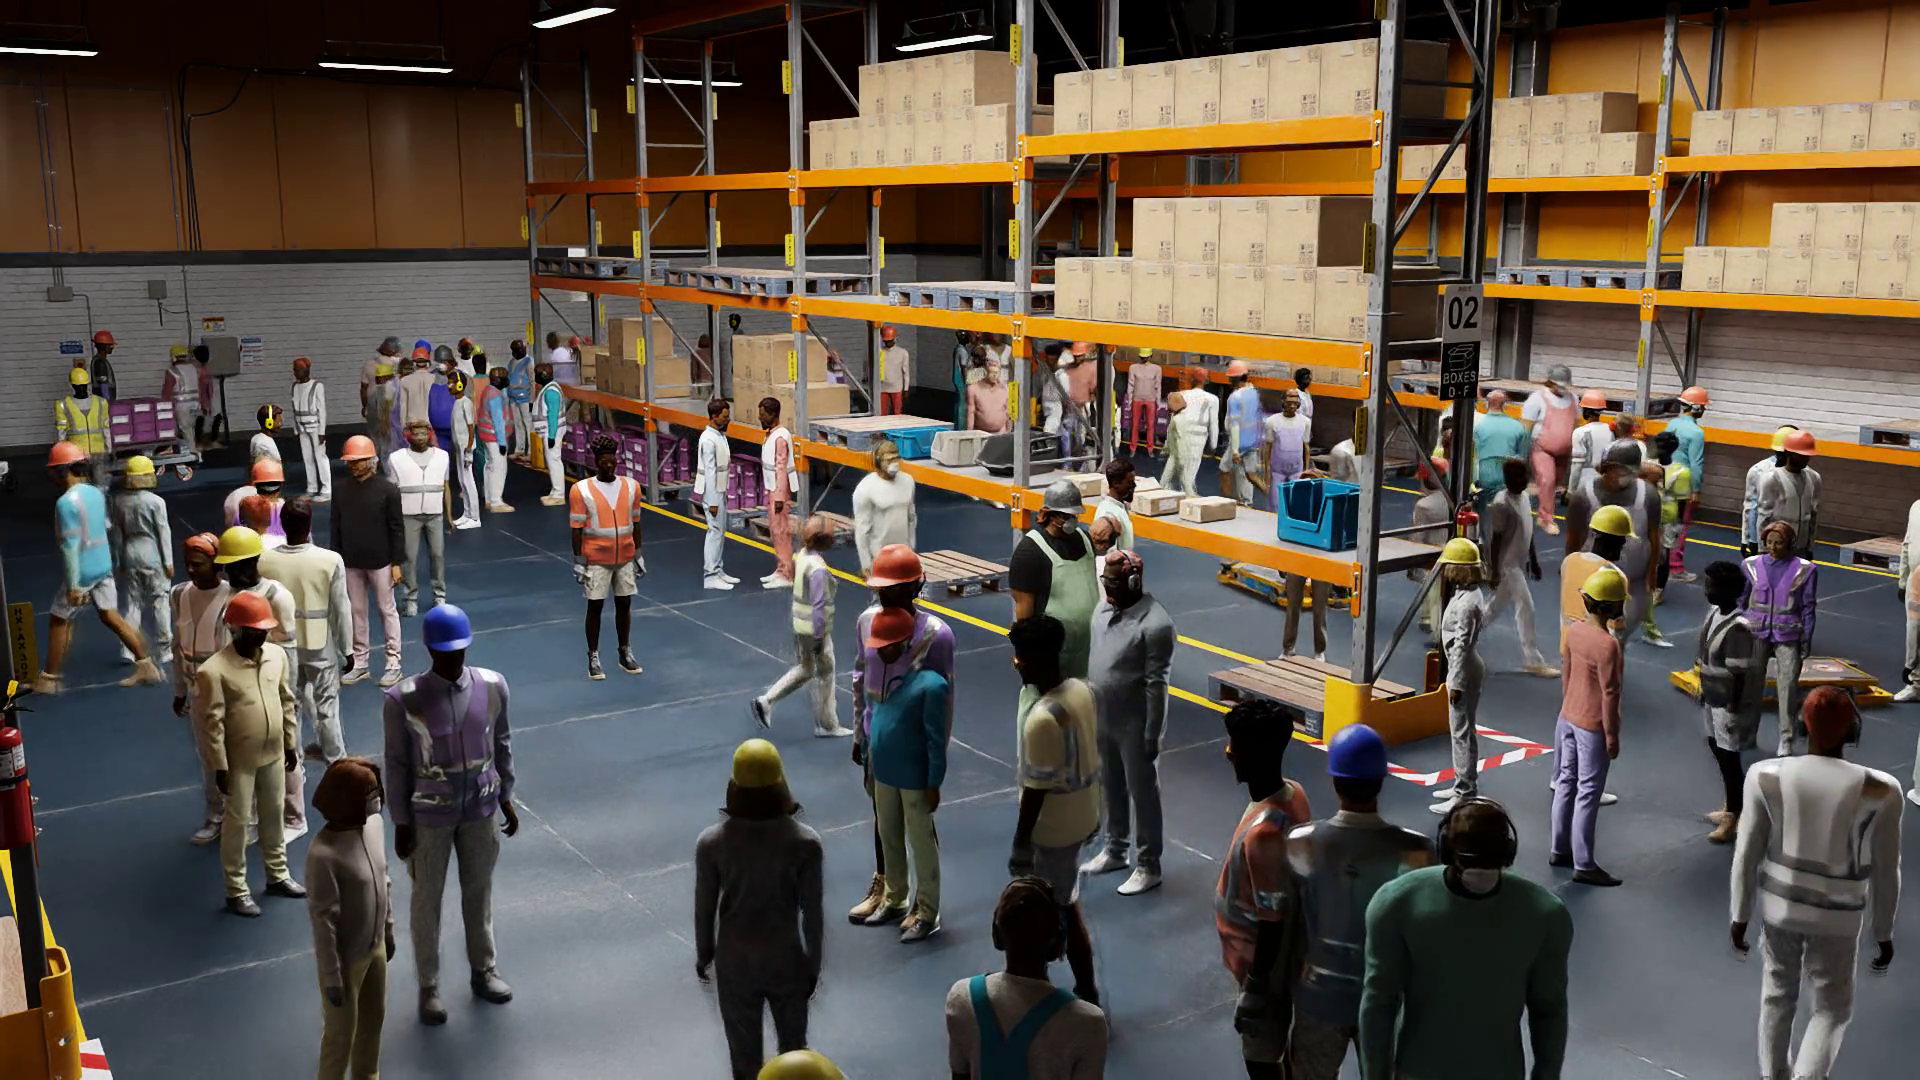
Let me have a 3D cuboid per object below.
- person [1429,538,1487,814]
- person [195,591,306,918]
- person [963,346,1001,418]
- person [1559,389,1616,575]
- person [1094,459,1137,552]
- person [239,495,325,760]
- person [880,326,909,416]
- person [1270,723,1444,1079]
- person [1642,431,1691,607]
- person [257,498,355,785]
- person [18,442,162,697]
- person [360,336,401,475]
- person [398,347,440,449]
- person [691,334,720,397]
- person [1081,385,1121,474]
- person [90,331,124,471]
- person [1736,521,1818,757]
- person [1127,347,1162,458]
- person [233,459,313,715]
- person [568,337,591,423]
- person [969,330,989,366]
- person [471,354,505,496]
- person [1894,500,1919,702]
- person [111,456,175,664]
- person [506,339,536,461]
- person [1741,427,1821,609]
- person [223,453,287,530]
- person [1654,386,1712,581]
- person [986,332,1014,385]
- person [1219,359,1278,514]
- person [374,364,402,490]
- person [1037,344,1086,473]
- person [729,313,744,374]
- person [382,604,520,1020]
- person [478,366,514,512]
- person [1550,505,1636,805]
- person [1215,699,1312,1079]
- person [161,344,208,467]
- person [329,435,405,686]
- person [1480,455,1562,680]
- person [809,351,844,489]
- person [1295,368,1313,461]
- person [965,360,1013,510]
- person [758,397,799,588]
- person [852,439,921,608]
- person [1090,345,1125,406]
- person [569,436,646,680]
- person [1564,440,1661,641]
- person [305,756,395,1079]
[{"bbox_3d":[3.097,0.841,10.338,0.334,1.734,0.480,3,11,15],"label":"person"},{"bbox_3d":[-3.750,1.124,8.862,0.357,1.743,0.569,5,12,26],"label":"person"},{"bbox_3d":[0.320,-1.917,24.220,0.643,1.823,0.537,9,14,38],"label":"person"},{"bbox_3d":[6.429,-0.569,17.020,0.544,1.942,0.347,-5,12,-25],"label":"person"},{"bbox_3d":[1.125,0.341,12.424,0.371,1.916,0.597,2,11,8],"label":"person"},{"bbox_3d":[-4.731,0.600,11.335,1.011,1.823,0.590,4,12,21],"label":"person"},{"bbox_3d":[-1.103,-2.370,26.126,0.611,1.985,0.402,2,11,10],"label":"person"},{"bbox_3d":[1.393,1.606,5.909,0.619,1.936,0.421,3,12,17],"label":"person"},{"bbox_3d":[6.632,-0.201,15.753,0.354,1.687,0.553,-7,13,-31],"label":"person"},{"bbox_3d":[-4.190,0.688,10.645,0.596,1.916,0.380,-1,11,-6],"label":"person"},{"bbox_3d":[-6.795,0.226,12.881,1.007,1.977,0.630,0,11,0],"label":"person"},{"bbox_3d":[-8.187,-1.937,23.763,0.702,2.000,0.540,-5,12,-24],"label":"person"},{"bbox_3d":[-7.032,-1.532,21.846,0.620,1.986,0.407,-4,12,-17],"label":"person"},{"bbox_3d":[-4.496,-2.840,29.483,0.518,1.600,0.770,-1,11,-4],"label":"person"},{"bbox_3d":[1.772,-1.182,20.959,0.516,1.633,0.310,4,12,18],"label":"person"},{"bbox_3d":[-12.429,-2.027,24.254,0.404,2.035,0.612,-5,12,-26],"label":"person"},{"bbox_3d":[5.611,0.669,11.487,0.526,1.632,0.312,8,14,36],"label":"person"},{"bbox_3d":[2.817,-2.121,25.437,0.524,1.759,0.328,1,11,5],"label":"person"},{"bbox_3d":[-5.060,0.363,12.305,0.548,1.925,0.392,-8,13,-34],"label":"person"},{"bbox_3d":[-6.169,-2.389,26.815,0.560,1.752,0.325,-10,15,-43],"label":"person"},{"bbox_3d":[0.306,-2.560,27.389,0.364,1.878,0.584,-4,12,-18],"label":"person"},{"bbox_3d":[-6.350,-1.529,22.132,0.637,1.881,0.861,-2,11,-9],"label":"person"},{"bbox_3d":[7.304,0.346,12.465,0.403,1.897,0.654,-4,12,-18],"label":"person"},{"bbox_3d":[-6.781,0.180,13.745,0.523,1.727,0.513,2,11,9],"label":"person"},{"bbox_3d":[-6.651,-2.120,25.222,0.622,1.842,0.429,9,14,39],"label":"person"},{"bbox_3d":[7.005,-0.016,14.246,0.586,1.920,0.396,8,14,35],"label":"person"},{"bbox_3d":[-5.332,0.288,12.754,0.638,1.909,0.658,4,12,21],"label":"person"},{"bbox_3d":[7.378,-0.570,16.930,0.407,1.987,0.608,-1,11,-7],"label":"person"},{"bbox_3d":[0.663,-2.642,27.957,0.631,1.811,0.624,-4,12,-21],"label":"person"},{"bbox_3d":[3.455,-1.162,19.936,0.984,2.004,0.615,9,14,40],"label":"person"},{"bbox_3d":[-7.692,-1.507,22.364,0.490,1.736,0.322,7,13,33],"label":"person"},{"bbox_3d":[1.390,-1.805,23.373,0.900,1.934,0.604,-3,11,-16],"label":"person"},{"bbox_3d":[-4.198,-3.328,31.320,0.332,1.872,0.514,1,11,6],"label":"person"},{"bbox_3d":[-2.356,1.248,7.733,0.618,1.951,0.402,-8,14,-36],"label":"person"},{"bbox_3d":[-5.811,-1.262,20.876,0.433,1.833,0.630,-5,12,-22],"label":"person"},{"bbox_3d":[3.997,0.723,10.486,0.395,1.913,0.592,-3,11,-14],"label":"person"},{"bbox_3d":[1.124,1.539,6.168,0.364,1.962,0.611,4,12,17],"label":"person"},{"bbox_3d":[-11.517,-1.982,24.598,0.658,1.806,0.624,4,12,21],"label":"person"},{"bbox_3d":[-4.681,0.162,13.135,0.612,1.996,0.375,2,11,9],"label":"person"},{"bbox_3d":[4.453,0.187,13.515,0.952,1.800,0.517,8,14,36],"label":"person"},{"bbox_3d":[-1.832,-1.645,22.690,0.377,1.886,0.665,-6,13,-29],"label":"person"},{"bbox_3d":[4.507,-1.441,22.132,0.320,1.697,0.617,6,13,29],"label":"person"},{"bbox_3d":[0.366,-1.372,21.277,0.638,1.881,0.858,-2,11,-8],"label":"person"},{"bbox_3d":[-1.822,-0.482,16.668,0.398,1.909,0.599,-3,11,-16],"label":"person"},{"bbox_3d":[-0.572,0.133,13.474,0.651,1.923,0.436,-10,15,-43],"label":"person"},{"bbox_3d":[2.117,-2.000,24.085,0.535,2.000,0.681,0,11,-2],"label":"person"},{"bbox_3d":[-2.819,0.132,13.365,0.614,1.964,0.361,-7,13,-33],"label":"person"},{"bbox_3d":[5.041,0.181,12.926,0.701,2.000,0.784,2,11,12],"label":"person"},{"bbox_3d":[-2.381,1.634,6.562,0.279,1.628,0.505,2,11,9],"label":"person"}]
